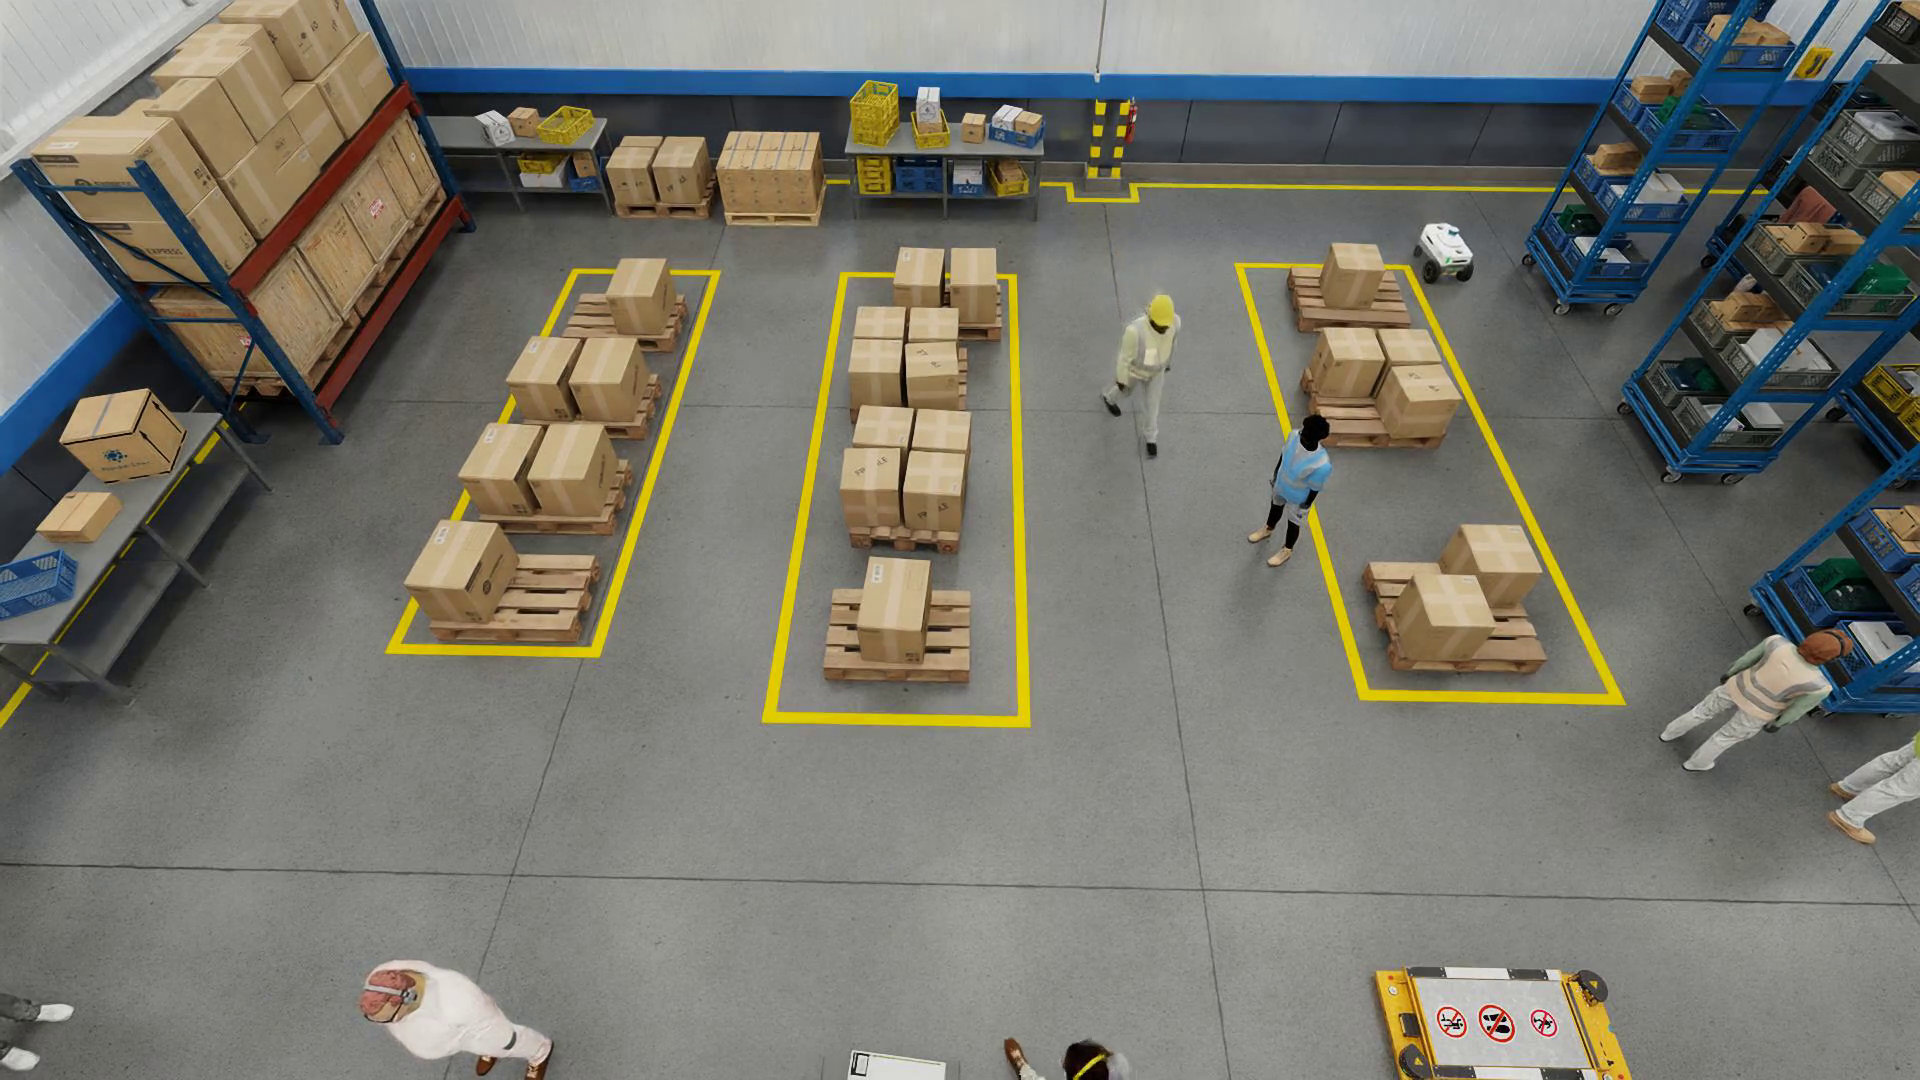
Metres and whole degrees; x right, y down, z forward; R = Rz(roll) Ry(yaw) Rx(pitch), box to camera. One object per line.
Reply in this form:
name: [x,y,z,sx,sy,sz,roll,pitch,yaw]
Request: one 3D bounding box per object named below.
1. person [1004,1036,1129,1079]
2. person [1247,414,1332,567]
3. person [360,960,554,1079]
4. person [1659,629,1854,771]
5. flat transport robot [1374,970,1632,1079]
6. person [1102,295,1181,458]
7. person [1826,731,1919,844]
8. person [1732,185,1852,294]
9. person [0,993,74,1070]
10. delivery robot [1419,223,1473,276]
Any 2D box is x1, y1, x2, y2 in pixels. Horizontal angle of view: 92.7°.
person: [0.625,3.013,5.021,0.523,1.838,0.840,-21,54,-16]
person: [2.880,-0.440,7.918,0.322,1.691,0.534,-18,53,-14]
person: [-2.836,2.755,5.184,0.648,1.900,0.400,12,52,10]
person: [5.747,1.160,6.651,0.315,1.632,0.520,-12,52,-9]
flat transport robot: [3.501,3.133,5.914,1.431,0.197,0.652,1,51,1]
person: [1.781,-1.720,8.908,0.635,1.783,0.926,-13,52,-11]
person: [6.744,1.483,6.254,0.429,1.840,0.637,30,57,22]
person: [9.076,-3.168,9.958,0.412,1.982,0.622,-20,53,-15]
person: [-6.080,2.666,5.249,0.409,1.908,0.595,2,51,2]
delivery robot: [5.906,-3.564,11.134,0.477,0.478,0.707,-5,51,-4]
